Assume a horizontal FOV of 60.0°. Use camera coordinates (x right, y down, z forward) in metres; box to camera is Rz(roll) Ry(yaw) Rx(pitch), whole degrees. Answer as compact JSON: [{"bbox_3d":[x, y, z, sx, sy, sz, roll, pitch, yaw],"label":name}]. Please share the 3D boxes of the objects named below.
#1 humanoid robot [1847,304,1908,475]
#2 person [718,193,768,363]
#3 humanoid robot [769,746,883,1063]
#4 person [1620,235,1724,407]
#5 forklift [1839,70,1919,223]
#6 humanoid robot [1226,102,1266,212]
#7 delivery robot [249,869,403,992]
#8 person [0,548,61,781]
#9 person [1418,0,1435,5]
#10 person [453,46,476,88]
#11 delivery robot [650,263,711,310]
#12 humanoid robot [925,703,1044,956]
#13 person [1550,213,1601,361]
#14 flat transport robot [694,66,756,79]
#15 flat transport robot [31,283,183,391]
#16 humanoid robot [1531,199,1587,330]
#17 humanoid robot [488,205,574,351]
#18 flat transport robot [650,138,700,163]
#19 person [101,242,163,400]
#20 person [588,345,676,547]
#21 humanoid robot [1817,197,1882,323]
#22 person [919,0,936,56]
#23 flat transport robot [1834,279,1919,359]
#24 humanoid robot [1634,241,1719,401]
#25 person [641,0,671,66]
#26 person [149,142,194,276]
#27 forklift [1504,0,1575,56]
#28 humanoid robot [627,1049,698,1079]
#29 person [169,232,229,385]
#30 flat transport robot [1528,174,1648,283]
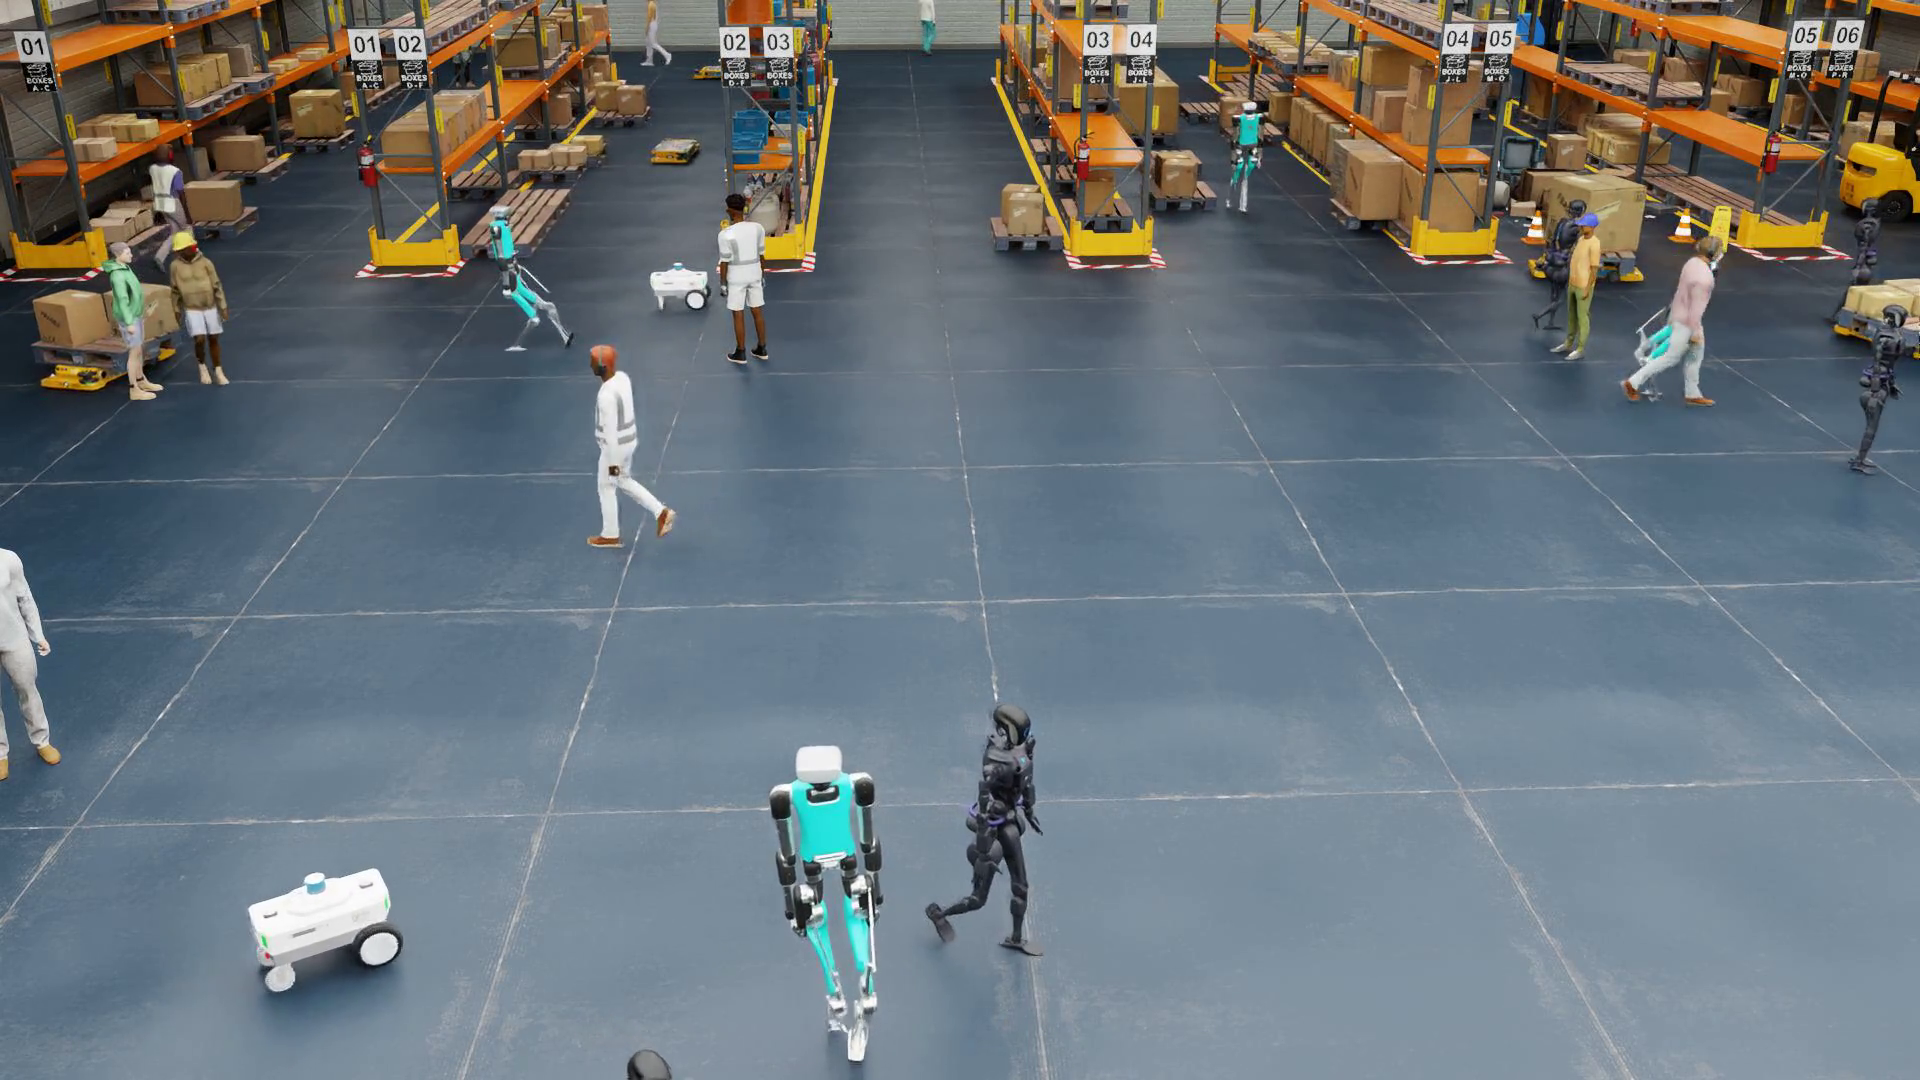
[{"bbox_3d":[8.871,-1.466,16.027,0.332,1.654,0.593,21,31,39],"label":"humanoid robot"},{"bbox_3d":[-2.503,-3.015,19.176,0.601,1.959,0.370,-18,29,-34],"label":"person"},{"bbox_3d":[-0.625,1.930,8.345,0.559,1.795,0.766,-5,24,-11],"label":"humanoid robot"},{"bbox_3d":[7.667,-2.330,17.721,0.949,1.899,0.641,5,25,12],"label":"person"},{"bbox_3d":[15.132,-6.143,25.915,2.313,2.155,1.214,-1,24,-2],"label":"forklift"},{"bbox_3d":[4.442,-6.003,26.273,0.553,1.886,0.802,-4,24,-8],"label":"humanoid robot"},{"bbox_3d":[-3.549,2.144,9.325,0.812,0.611,0.499,-14,28,-29],"label":"delivery robot"},{"bbox_3d":[-6.361,0.665,10.981,0.571,1.897,0.359,-17,29,-33],"label":"person"},{"bbox_3d":[11.733,-13.063,41.943,0.376,1.796,0.604,-14,28,-28],"label":"person"},{"bbox_3d":[-11.298,-11.057,37.598,0.553,1.692,0.344,8,25,17],"label":"person"},{"bbox_3d":[-3.586,-3.267,21.480,0.780,0.609,0.499,-1,24,-1],"label":"delivery robot"},{"bbox_3d":[0.156,1.566,9.252,0.636,1.630,0.599,14,28,29],"label":"humanoid robot"},{"bbox_3d":[7.181,-2.945,19.307,0.353,1.718,0.447,-4,24,-9],"label":"person"},{"bbox_3d":[-5.529,-11.038,39.274,1.431,0.231,0.659,-1,24,-3],"label":"flat transport robot"},{"bbox_3d":[-9.730,-2.028,19.029,0.659,0.231,1.431,6,25,12],"label":"flat transport robot"},{"bbox_3d":[7.239,-3.344,20.272,0.548,1.637,0.612,-6,25,-13],"label":"humanoid robot"},{"bbox_3d":[-4.989,-3.051,19.555,0.932,1.773,0.547,-1,24,-2],"label":"humanoid robot"},{"bbox_3d":[-5.217,-7.128,30.490,0.659,0.231,1.431,1,24,1],"label":"flat transport robot"},{"bbox_3d":[-8.991,-2.380,18.026,0.316,1.733,0.477,-6,25,-13],"label":"person"},{"bbox_3d":[-2.901,-0.795,14.302,0.704,1.860,0.581,4,24,9],"label":"person"},{"bbox_3d":[11.074,-3.382,20.400,0.763,1.633,0.600,13,27,27],"label":"humanoid robot"},{"bbox_3d":[-0.809,-13.251,42.422,0.330,1.760,0.526,-22,32,-40],"label":"person"},{"bbox_3d":[11.312,-2.427,19.926,0.659,0.231,1.431,-10,26,-21],"label":"flat transport robot"},{"bbox_3d":[7.643,-2.352,17.959,0.800,1.755,0.530,0,24,0],"label":"humanoid robot"},{"bbox_3d":[-7.500,-12.533,40.703,0.729,1.836,0.521,-1,24,-1],"label":"person"},{"bbox_3d":[-10.726,-4.460,22.596,0.586,1.819,0.656,13,27,26],"label":"person"},{"bbox_3d":[14.700,-13.805,42.301,1.873,2.768,1.129,-1,24,-2],"label":"forklift"},{"bbox_3d":[-1.292,2.643,6.833,0.618,1.629,0.614,20,31,38],"label":"humanoid robot"},{"bbox_3d":[-8.396,-2.543,18.373,0.511,1.746,0.473,-15,28,-30],"label":"person"},{"bbox_3d":[8.618,-3.756,22.912,1.431,0.231,0.659,4,24,9],"label":"flat transport robot"}]
